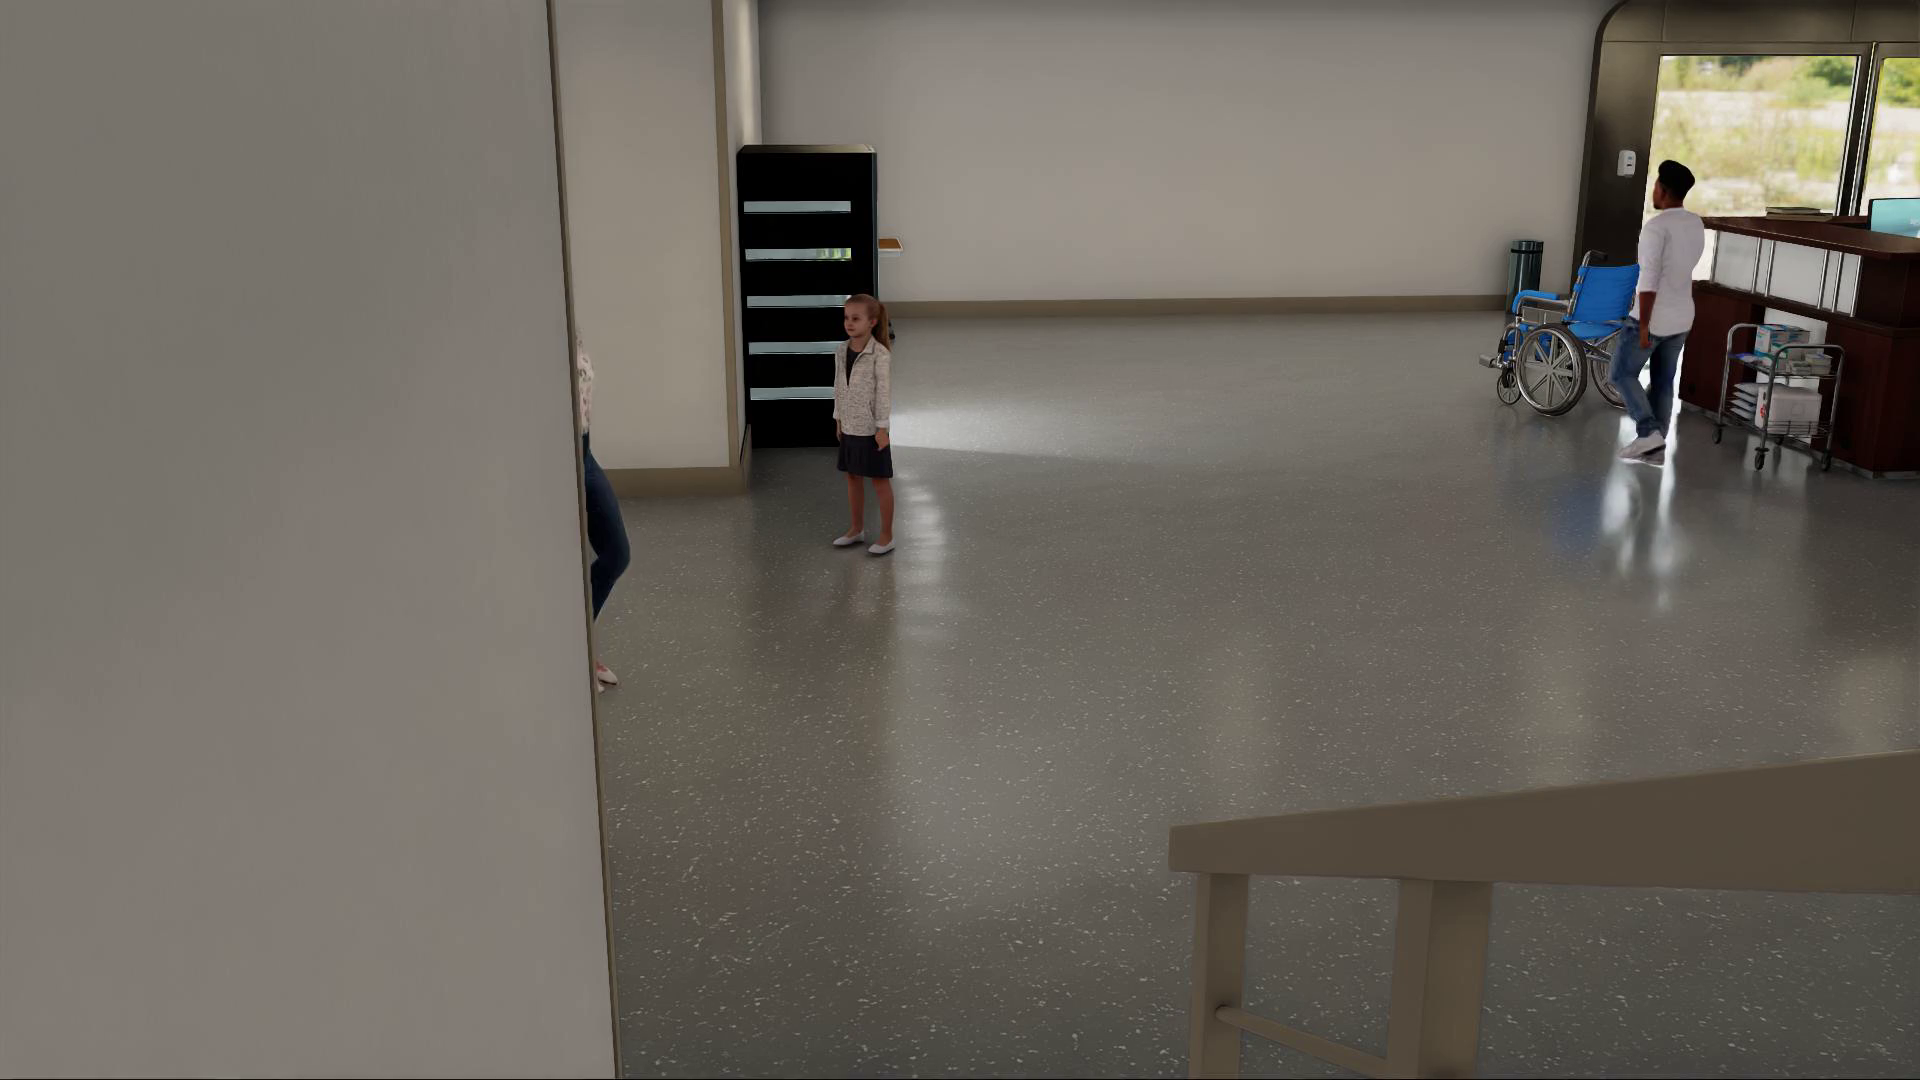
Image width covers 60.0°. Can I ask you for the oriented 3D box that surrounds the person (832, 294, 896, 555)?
[{"bbox_3d":[-0.466,-0.577,8.180,0.600,1.274,0.657,12,19,36],"label":"person"}]

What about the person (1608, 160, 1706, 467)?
[{"bbox_3d":[4.199,-1.315,9.837,0.738,1.801,0.766,-7,17,-23],"label":"person"}]
